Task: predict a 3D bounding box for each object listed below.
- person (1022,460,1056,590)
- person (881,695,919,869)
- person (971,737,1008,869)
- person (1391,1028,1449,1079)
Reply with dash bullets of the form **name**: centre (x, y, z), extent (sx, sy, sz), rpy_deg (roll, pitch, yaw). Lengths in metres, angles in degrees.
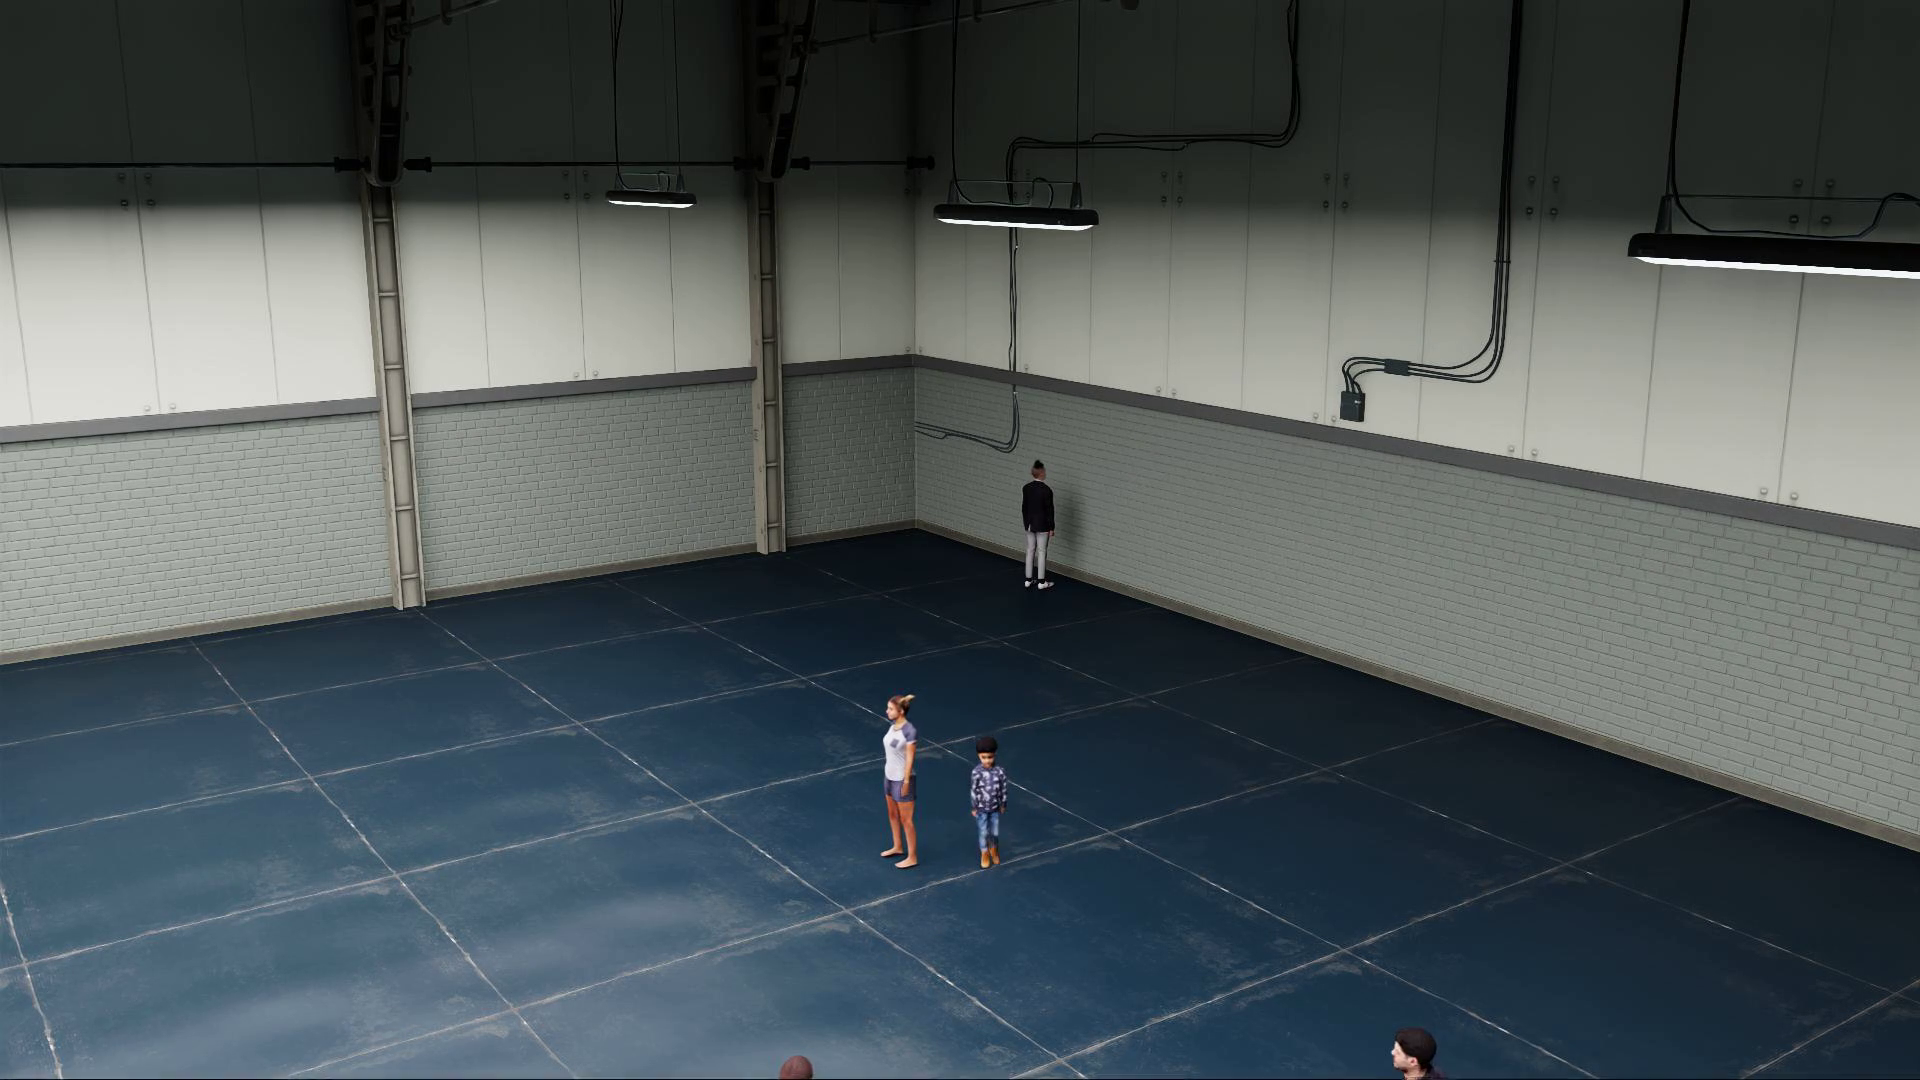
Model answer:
- **person**: centre (1.174, -0.254, 25.237), extent (0.779, 1.956, 0.709), rpy_deg (10, 16, 36)
- **person**: centre (-0.540, 2.204, 15.367), extent (0.531, 1.621, 0.579), rpy_deg (-7, 15, -29)
- **person**: centre (0.245, 2.402, 15.346), extent (0.541, 1.244, 0.630), rpy_deg (-2, 13, -8)
- **person**: centre (2.581, 3.533, 9.063), extent (0.863, 1.876, 0.769), rpy_deg (5, 14, 21)
